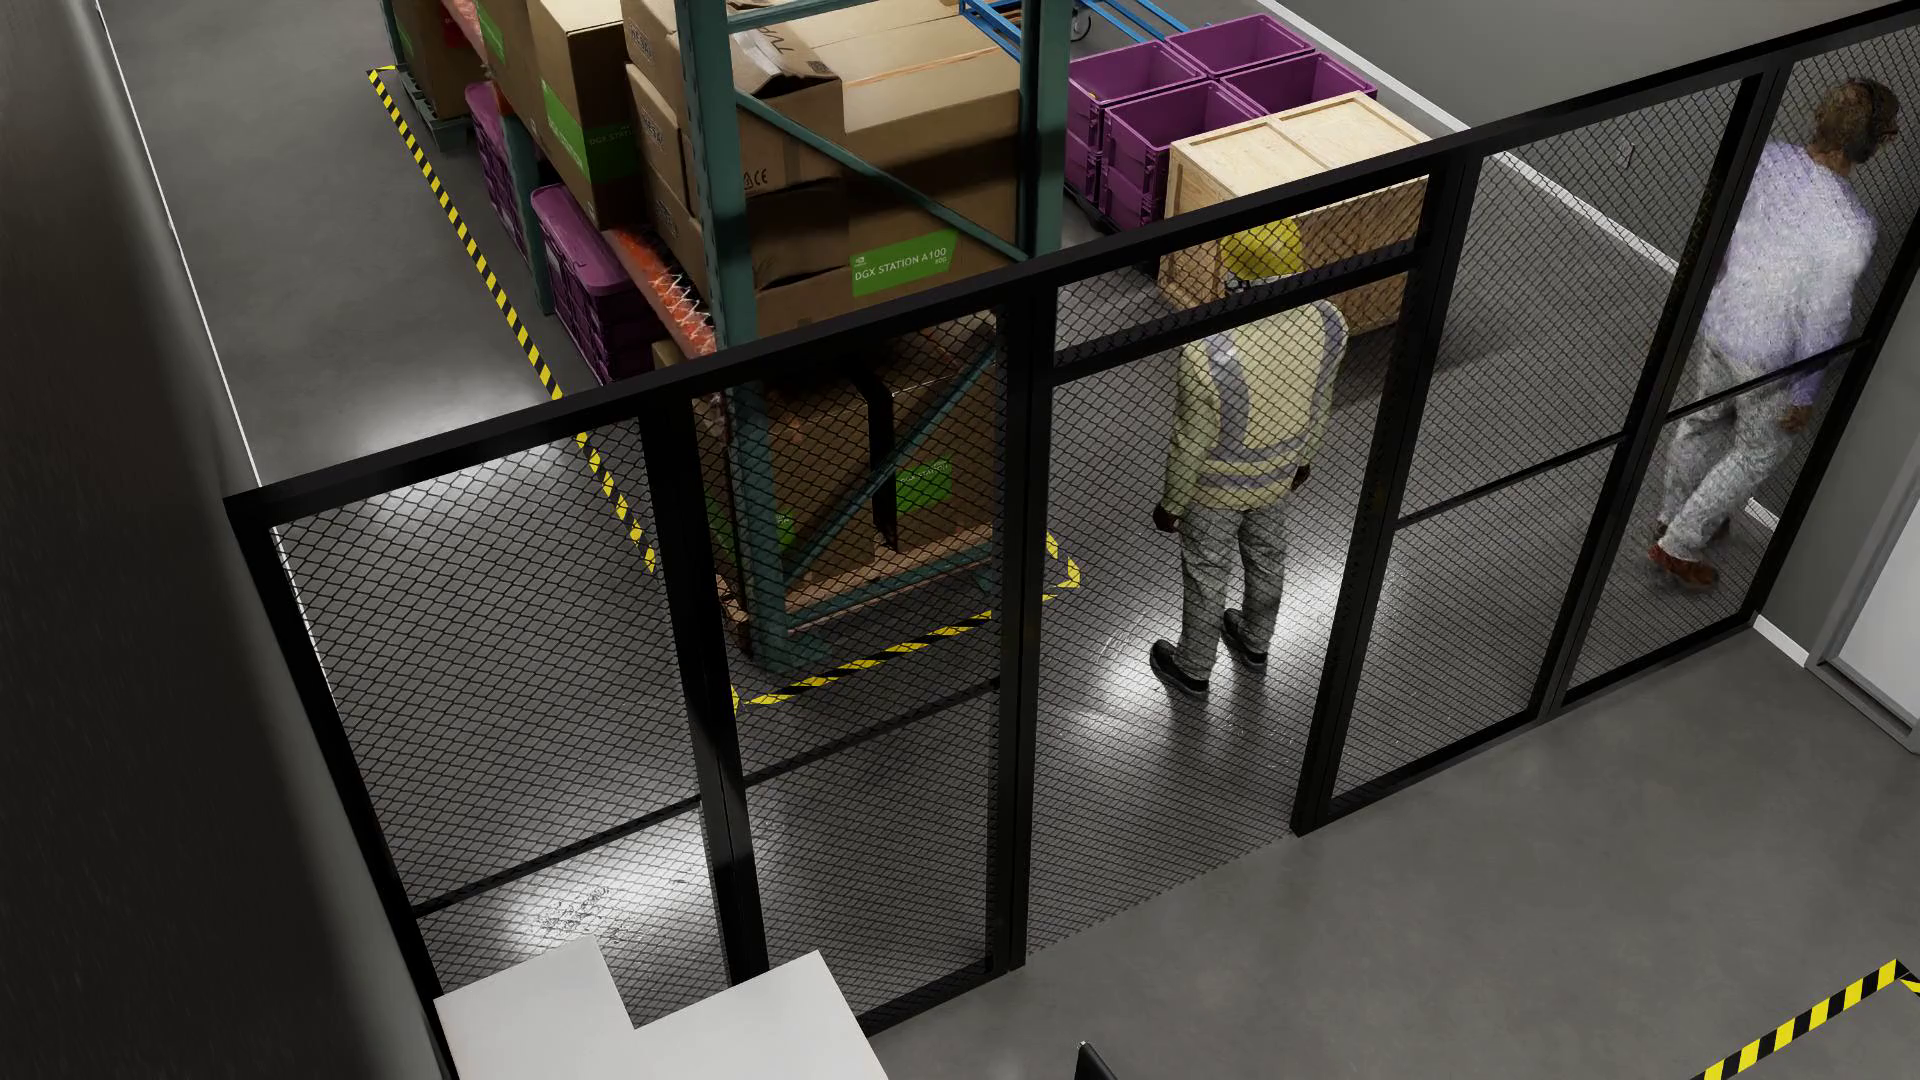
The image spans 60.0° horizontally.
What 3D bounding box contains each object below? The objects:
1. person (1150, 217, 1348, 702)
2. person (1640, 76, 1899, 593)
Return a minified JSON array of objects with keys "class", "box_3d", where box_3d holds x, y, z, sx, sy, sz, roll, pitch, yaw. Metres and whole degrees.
[{"class":"person","box_3d":[0.876,-0.238,5.283,0.600,1.830,0.403,-20,46,-20]},{"class":"person","box_3d":[2.749,-0.681,5.692,0.402,1.935,0.654,-8,43,-9]}]
